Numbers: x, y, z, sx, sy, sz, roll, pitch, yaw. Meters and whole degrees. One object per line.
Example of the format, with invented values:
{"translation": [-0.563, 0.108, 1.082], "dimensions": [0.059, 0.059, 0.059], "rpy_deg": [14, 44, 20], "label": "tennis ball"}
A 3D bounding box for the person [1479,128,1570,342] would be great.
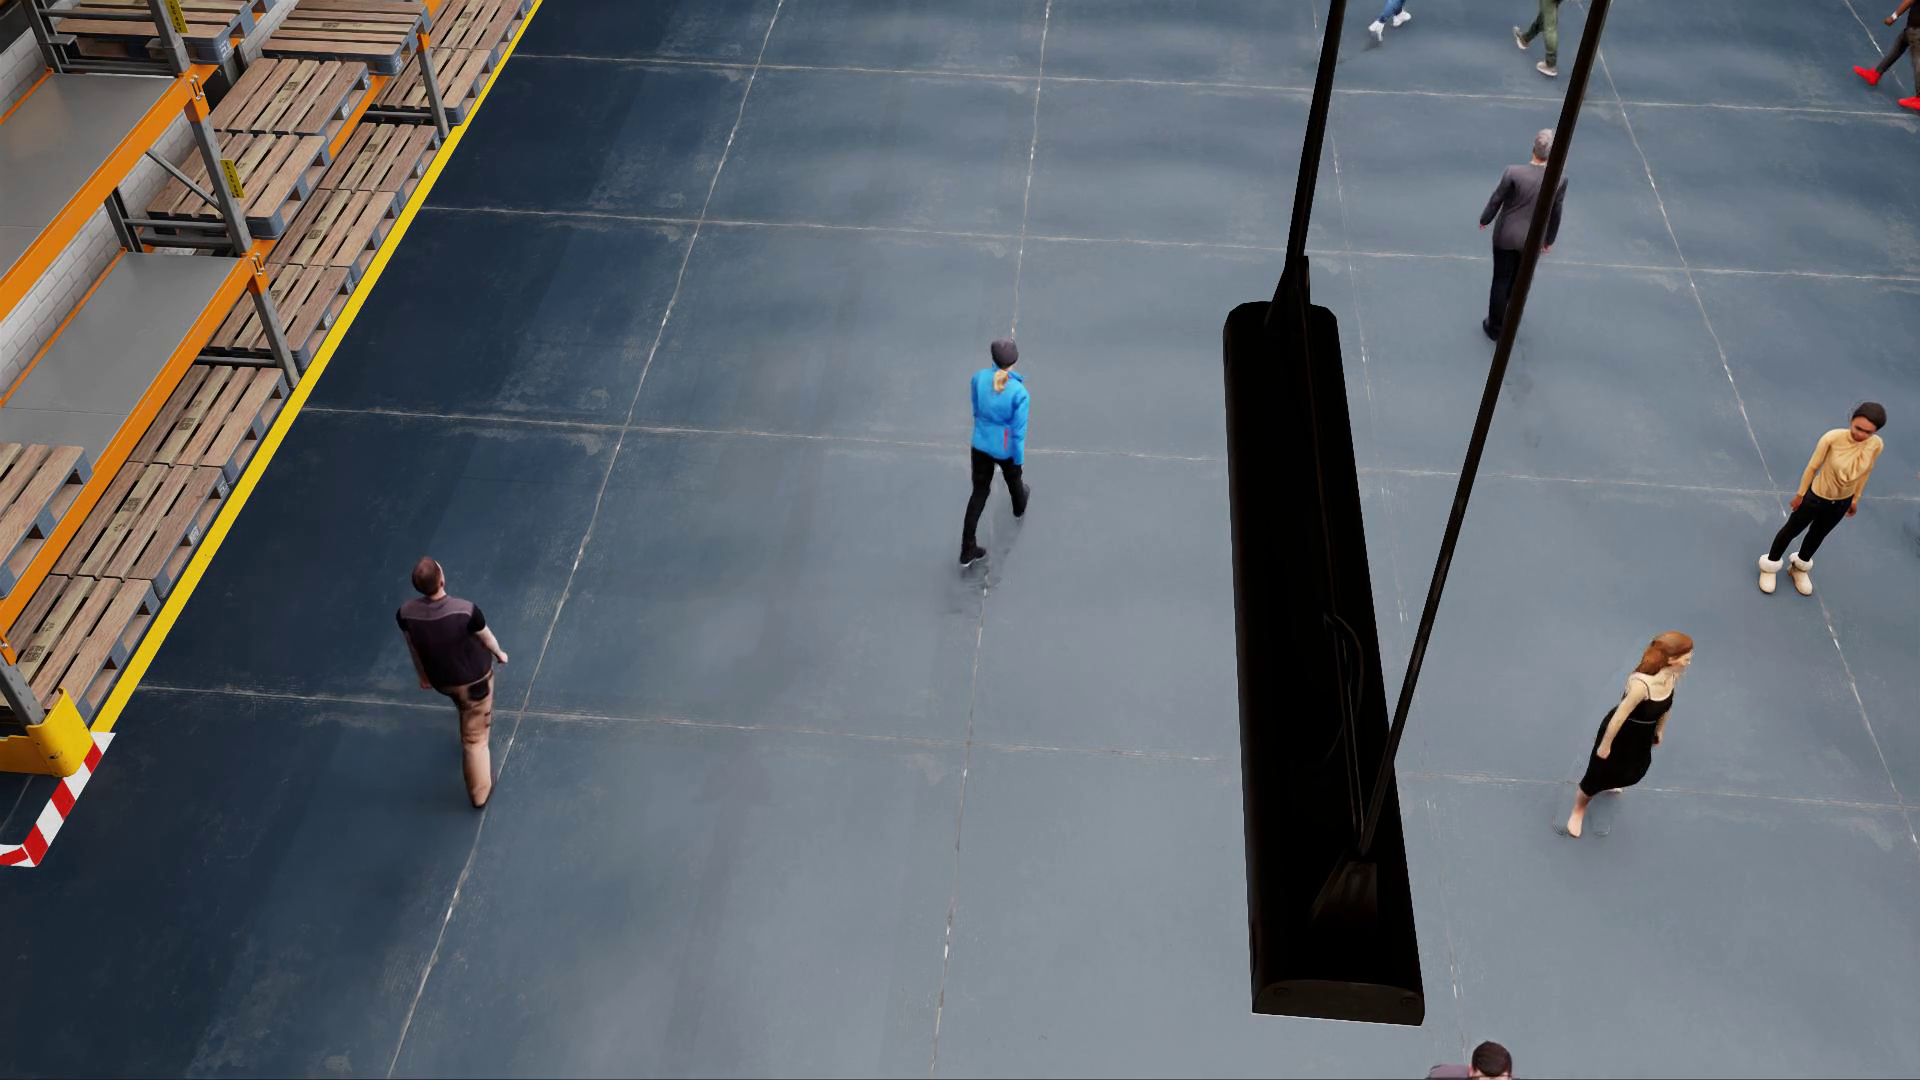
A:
{"translation": [4.584, -2.448, 13.598], "dimensions": [0.779, 1.806, 1.048], "rpy_deg": [0, 44, 0], "label": "person"}

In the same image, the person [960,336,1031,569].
{"translation": [0.206, -0.563, 11.656], "dimensions": [0.972, 1.755, 1.259], "rpy_deg": [25, 49, 24], "label": "person"}

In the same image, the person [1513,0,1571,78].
{"translation": [6.111, -5.545, 16.987], "dimensions": [0.906, 1.616, 1.175], "rpy_deg": [-15, 46, -15], "label": "person"}

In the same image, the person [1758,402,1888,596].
{"translation": [5.970, -0.310, 11.461], "dimensions": [0.587, 1.658, 0.529], "rpy_deg": [5, 44, 5], "label": "person"}

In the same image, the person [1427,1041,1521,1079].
{"translation": [2.348, 2.926, 7.929], "dimensions": [0.704, 1.845, 0.570], "rpy_deg": [5, 44, 5], "label": "person"}

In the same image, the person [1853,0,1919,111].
{"translation": [9.584, -5.094, 16.409], "dimensions": [1.096, 1.760, 1.227], "rpy_deg": [-25, 49, -24], "label": "person"}

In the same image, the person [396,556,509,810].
{"translation": [-3.068, 0.892, 10.099], "dimensions": [0.711, 1.796, 1.147], "rpy_deg": [6, 44, 6], "label": "person"}

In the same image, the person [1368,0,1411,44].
{"translation": [4.642, -6.124, 17.477], "dimensions": [1.179, 1.778, 1.134], "rpy_deg": [-29, 51, -27], "label": "person"}

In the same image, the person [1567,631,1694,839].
{"translation": [3.950, 1.165, 9.951], "dimensions": [0.799, 1.605, 0.823], "rpy_deg": [-10, 45, -10], "label": "person"}
